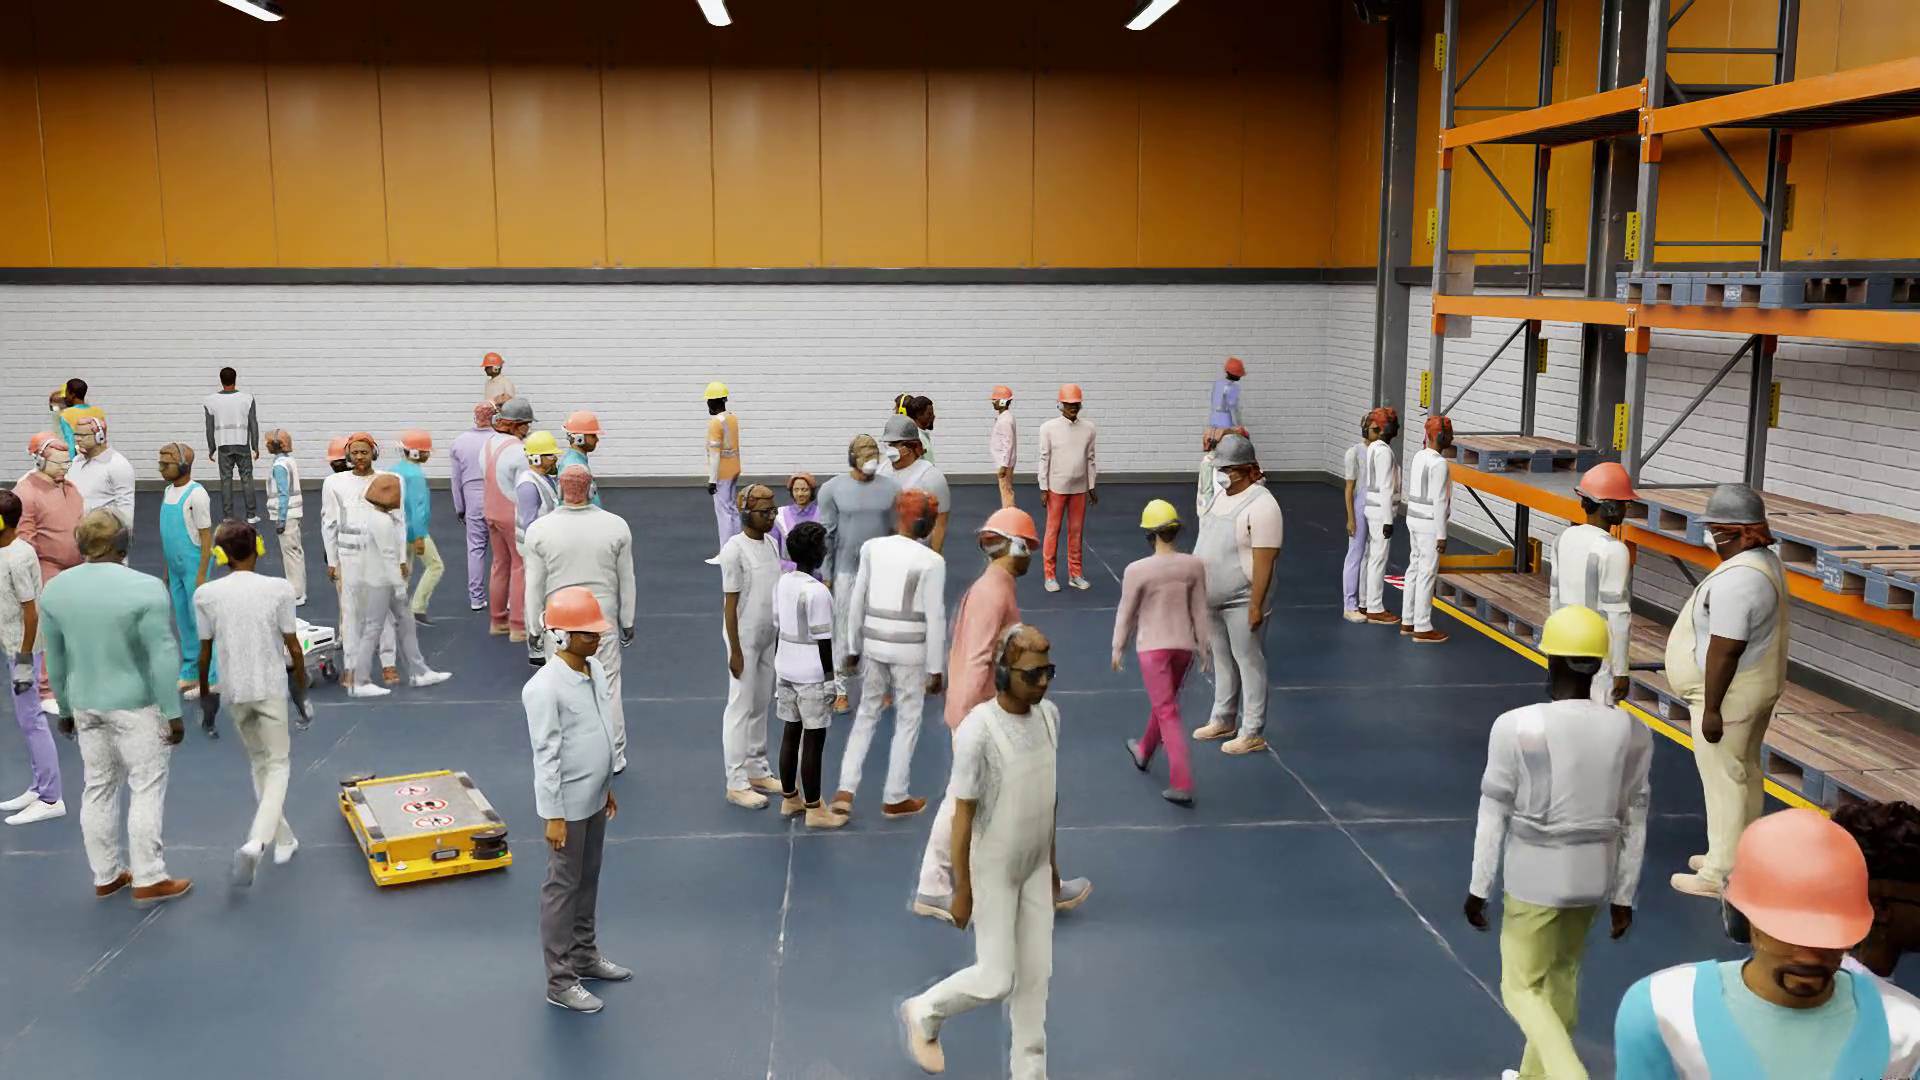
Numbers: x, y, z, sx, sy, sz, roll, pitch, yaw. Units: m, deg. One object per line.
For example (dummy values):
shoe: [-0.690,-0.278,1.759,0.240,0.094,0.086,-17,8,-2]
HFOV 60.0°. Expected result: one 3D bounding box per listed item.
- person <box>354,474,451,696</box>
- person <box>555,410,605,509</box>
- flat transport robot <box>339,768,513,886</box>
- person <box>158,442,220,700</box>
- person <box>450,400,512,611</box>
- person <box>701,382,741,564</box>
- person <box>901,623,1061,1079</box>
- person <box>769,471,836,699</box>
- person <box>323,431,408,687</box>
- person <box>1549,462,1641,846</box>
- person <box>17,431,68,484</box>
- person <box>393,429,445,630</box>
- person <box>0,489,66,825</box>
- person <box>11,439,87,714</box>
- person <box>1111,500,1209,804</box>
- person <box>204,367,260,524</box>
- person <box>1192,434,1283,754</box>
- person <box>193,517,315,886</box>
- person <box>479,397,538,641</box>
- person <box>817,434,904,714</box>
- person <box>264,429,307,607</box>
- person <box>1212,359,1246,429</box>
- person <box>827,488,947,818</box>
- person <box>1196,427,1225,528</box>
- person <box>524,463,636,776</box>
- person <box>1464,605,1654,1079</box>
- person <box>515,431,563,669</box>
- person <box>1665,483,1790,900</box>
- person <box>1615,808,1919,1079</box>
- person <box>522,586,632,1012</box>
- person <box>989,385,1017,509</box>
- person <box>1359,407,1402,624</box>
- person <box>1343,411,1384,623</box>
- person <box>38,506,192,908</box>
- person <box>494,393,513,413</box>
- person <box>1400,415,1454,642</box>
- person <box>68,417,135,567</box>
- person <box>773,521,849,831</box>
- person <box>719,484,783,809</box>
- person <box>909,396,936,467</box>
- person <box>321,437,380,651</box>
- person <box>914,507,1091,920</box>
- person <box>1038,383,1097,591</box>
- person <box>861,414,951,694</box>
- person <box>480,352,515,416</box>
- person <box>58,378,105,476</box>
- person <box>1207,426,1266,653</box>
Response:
person: [-4.039,0.322,11.992,0.787,1.599,0.518,-3,9,-17]
person: [-2.929,-0.011,12.896,0.406,1.988,0.614,-2,9,-10]
flat transport robot: [-2.874,1.486,8.864,0.652,0.197,1.431,-5,10,-27]
person: [-5.535,0.219,11.898,0.508,1.846,0.342,7,11,35]
person: [-4.235,-0.306,15.005,0.652,1.905,0.402,1,9,6]
person: [-2.504,-0.697,17.440,0.401,1.919,0.581,2,9,10]
person: [0.115,1.172,5.990,0.636,1.830,0.520,8,12,41]
person: [-1.116,0.320,11.903,0.515,1.641,0.314,0,9,-3]
person: [-4.376,0.141,12.268,0.574,1.883,0.355,-3,10,-19]
person: [3.386,0.602,8.871,0.374,2.043,0.613,-2,9,-13]
person: [-7.454,-0.020,13.671,0.318,1.756,0.563,0,9,2]
person: [-4.653,-0.084,14.153,0.504,1.720,0.679,-7,11,-38]
person: [-5.213,0.637,9.209,0.313,1.864,0.534,-6,11,-33]
person: [-6.269,0.244,11.574,0.404,1.902,0.636,1,9,6]
person: [1.148,0.623,9.720,0.540,1.714,0.938,-4,10,-23]
person: [-8.814,-1.135,20.174,0.589,1.918,0.392,-3,10,-18]
person: [1.727,0.327,10.607,0.535,2.000,0.681,-4,10,-21]
person: [-3.538,0.803,8.314,0.566,1.829,0.802,-1,9,-5]
person: [-3.670,-0.192,13.862,0.685,2.000,0.535,9,12,43]
person: [-0.674,0.231,11.531,0.627,1.939,0.371,-3,10,-20]
person: [-6.150,-0.200,15.169,0.310,1.638,0.523,-2,9,-14]
person: [3.650,-1.551,22.896,0.403,1.889,0.667,-3,10,-18]
person: [-0.406,0.650,9.167,0.640,1.860,0.623,6,11,34]
person: [2.322,-0.220,15.295,0.307,1.641,0.512,3,9,16]
person: [-2.281,0.489,10.010,0.651,1.906,0.403,-3,10,-20]
person: [2.087,1.176,5.719,0.599,1.902,0.770,-2,9,-12]
person: [-3.217,0.071,12.857,0.404,1.835,0.587,0,9,-1]
person: [3.740,0.716,8.161,0.536,2.000,0.683,8,12,41]
person: [1.588,1.500,3.272,0.604,2.033,0.415,2,9,10]
person: [-1.583,1.056,6.923,0.325,1.752,0.560,2,9,11]
person: [0.493,-0.920,19.331,0.328,1.753,0.560,0,9,0]
person: [3.666,-0.215,14.496,0.341,1.883,0.587,0,9,0]
person: [3.577,-0.204,14.554,0.506,1.846,0.346,-6,11,-34]
person: [-4.034,0.805,7.953,0.675,1.932,0.372,1,9,8]
person: [-5.337,-0.918,19.685,0.308,1.638,0.511,0,9,0]
person: [3.888,-0.094,13.786,0.355,1.876,0.573,-1,9,-5]
person: [-6.871,-0.029,13.262,0.643,1.909,0.410,4,10,23]
person: [-0.835,0.736,9.114,0.318,1.697,0.535,-6,11,-34]
person: [-1.174,0.593,9.545,0.351,1.846,0.506,4,10,25]
person: [-0.389,-0.373,15.383,0.392,1.920,0.587,0,9,-2]
person: [-4.872,0.044,13.284,0.573,1.747,0.335,3,10,21]
person: [0.207,0.827,7.805,0.915,1.927,0.684,-1,9,-6]
person: [1.040,-0.506,15.979,0.610,1.996,0.379,-4,10,-23]
person: [-0.440,0.110,11.967,0.674,2.000,0.535,7,11,37]
person: [-6.241,-1.537,22.464,0.623,1.987,0.394,8,12,41]
person: [-9.453,-0.785,17.966,0.391,1.922,0.591,2,9,10]
person: [2.190,0.020,13.129,0.396,1.849,0.565,-5,10,-29]
